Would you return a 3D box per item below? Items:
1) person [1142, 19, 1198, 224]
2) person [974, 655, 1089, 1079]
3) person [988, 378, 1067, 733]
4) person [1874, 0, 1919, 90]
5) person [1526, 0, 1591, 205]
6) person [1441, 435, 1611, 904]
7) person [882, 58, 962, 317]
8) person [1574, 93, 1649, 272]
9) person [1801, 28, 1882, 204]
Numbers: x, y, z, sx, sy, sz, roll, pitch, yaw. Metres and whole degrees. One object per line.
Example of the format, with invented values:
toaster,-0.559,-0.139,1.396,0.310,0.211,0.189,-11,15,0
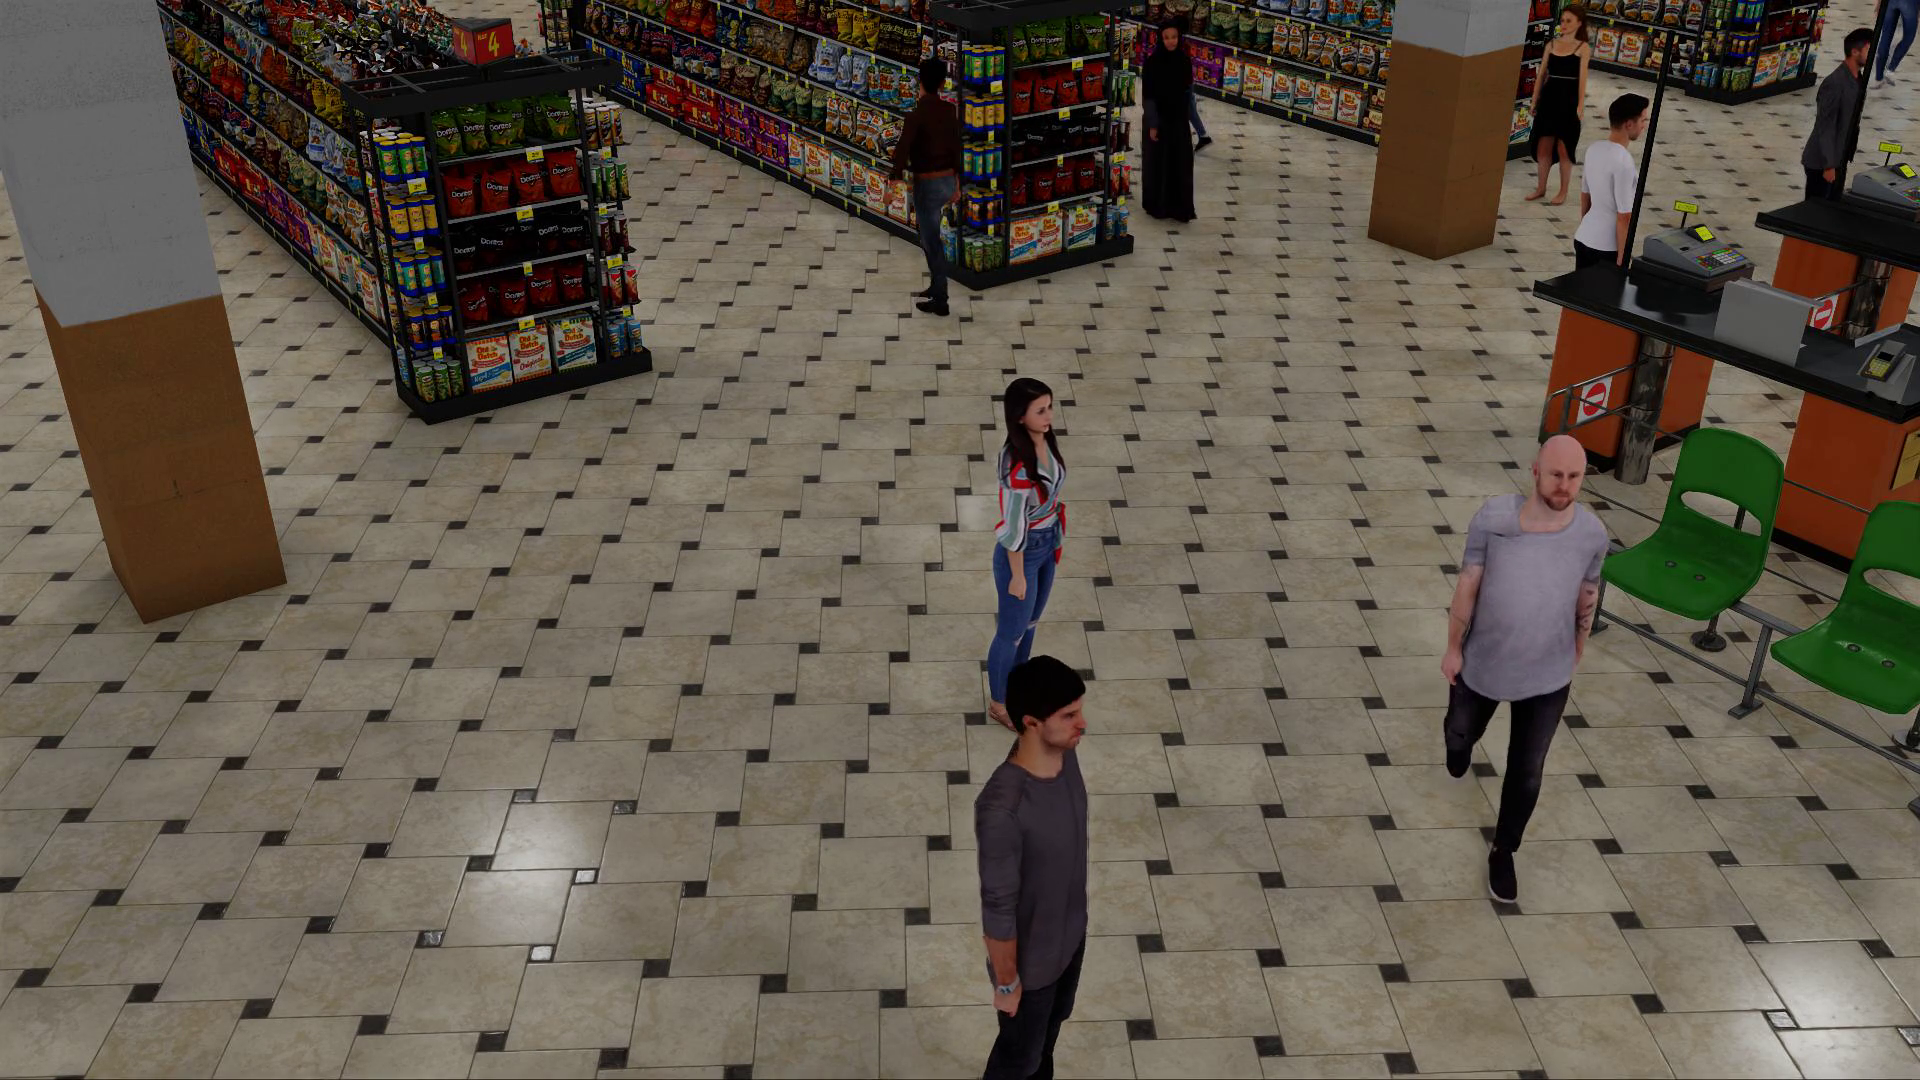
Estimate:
person,1.645,-3.432,13.548,0.806,1.607,0.947,-6,29,-10
person,0.216,1.136,4.925,0.754,1.851,0.767,15,32,25
person,0.280,0.052,7.160,0.664,1.612,0.669,13,31,23
person,9.792,-5.557,17.322,0.703,1.718,0.790,20,35,33
person,5.044,-3.648,13.928,0.568,1.620,0.706,25,37,38
person,2.082,0.416,6.282,1.110,1.815,1.129,7,29,12
person,-0.115,-2.404,11.507,0.763,1.758,0.779,17,33,29
person,4.012,-1.864,10.415,0.812,1.855,0.669,-4,29,-8
person,6.264,-2.780,12.082,0.746,1.866,0.796,21,35,33
